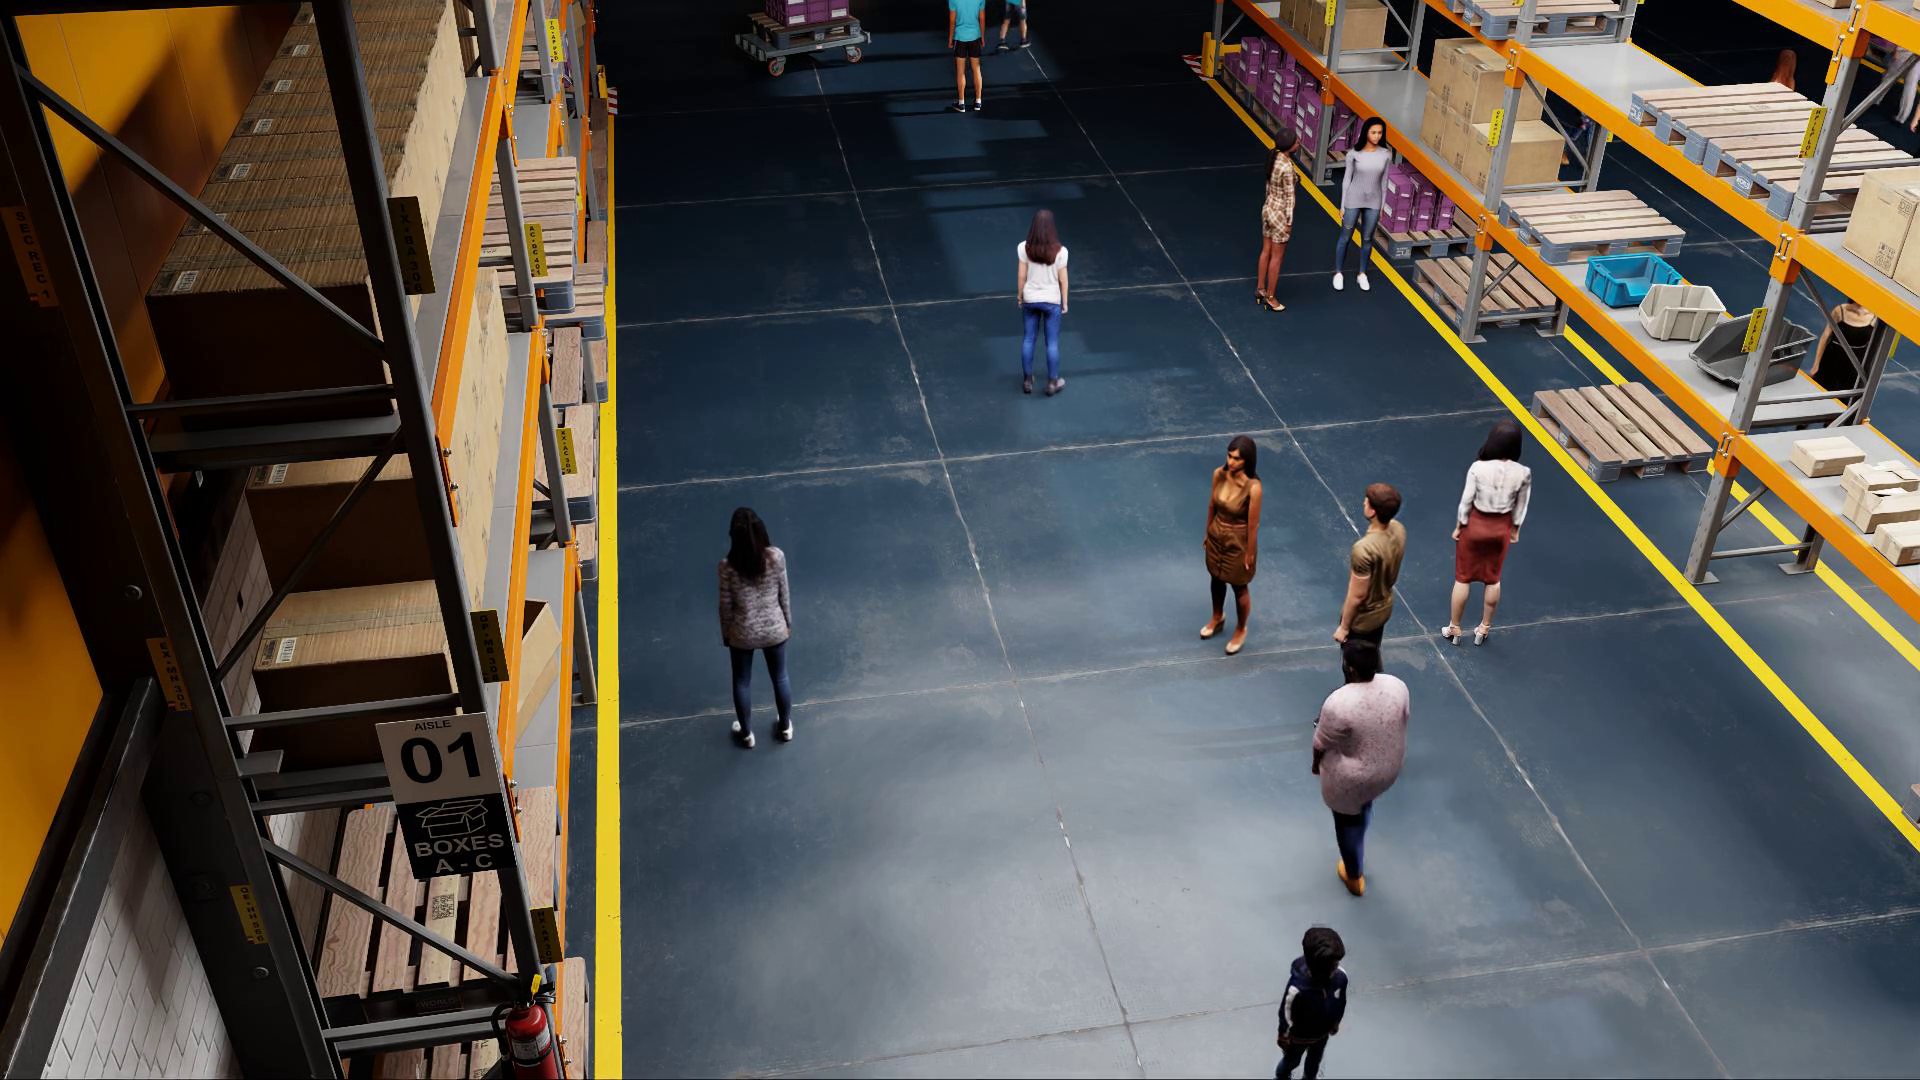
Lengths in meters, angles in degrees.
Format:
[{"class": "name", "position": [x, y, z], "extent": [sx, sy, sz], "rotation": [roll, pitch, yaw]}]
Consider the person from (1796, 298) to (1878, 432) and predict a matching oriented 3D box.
[{"class": "person", "position": [7.147, -1.409, 13.502], "extent": [0.667, 1.626, 0.698], "rotation": [11, 35, 16]}]

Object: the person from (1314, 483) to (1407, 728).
[{"class": "person", "position": [2.564, 0.455, 10.494], "extent": [0.781, 1.851, 0.749], "rotation": [26, 42, 33]}]

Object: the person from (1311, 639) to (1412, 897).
[{"class": "person", "position": [2.277, 1.312, 9.323], "extent": [0.745, 1.719, 0.751], "rotation": [-8, 34, -12]}]

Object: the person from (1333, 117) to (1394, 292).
[{"class": "person", "position": [3.925, -3.286, 16.226], "extent": [0.641, 1.736, 0.592], "rotation": [1, 34, 2]}]

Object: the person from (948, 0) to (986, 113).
[{"class": "person", "position": [0.090, -6.204, 20.581], "extent": [0.630, 1.774, 0.516], "rotation": [-8, 34, -12]}]

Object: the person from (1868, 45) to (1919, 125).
[{"class": "person", "position": [11.608, -5.923, 20.201], "extent": [0.762, 1.727, 1.144], "rotation": [1, 34, 1]}]

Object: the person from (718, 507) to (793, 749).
[{"class": "person", "position": [-1.275, 0.560, 10.448], "extent": [0.620, 1.727, 0.553], "rotation": [-9, 35, -13]}]

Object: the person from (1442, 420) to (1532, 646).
[{"class": "person", "position": [3.575, -0.036, 11.323], "extent": [0.650, 1.750, 0.587], "rotation": [2, 34, 3]}]

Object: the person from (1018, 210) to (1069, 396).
[{"class": "person", "position": [0.708, -2.041, 14.399], "extent": [0.683, 1.684, 0.682], "rotation": [10, 35, 15]}]

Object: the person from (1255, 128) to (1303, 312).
[{"class": "person", "position": [3.016, -3.045, 15.811], "extent": [0.664, 1.794, 0.512], "rotation": [-9, 35, -13]}]

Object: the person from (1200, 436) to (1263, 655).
[{"class": "person", "position": [1.844, 0.027, 11.288], "extent": [0.699, 1.683, 0.601], "rotation": [-26, 42, -33]}]

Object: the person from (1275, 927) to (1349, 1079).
[{"class": "person", "position": [1.729, 2.352, 8.210], "extent": [0.545, 1.219, 0.513], "rotation": [-12, 35, -17]}]

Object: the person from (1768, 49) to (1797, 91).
[{"class": "person", "position": [8.719, -4.439, 17.967], "extent": [0.639, 1.728, 0.600], "rotation": [-17, 37, -24]}]

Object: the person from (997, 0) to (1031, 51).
[{"class": "person", "position": [0.693, -7.378, 22.653], "extent": [0.846, 1.435, 0.929], "rotation": [19, 38, 27]}]
